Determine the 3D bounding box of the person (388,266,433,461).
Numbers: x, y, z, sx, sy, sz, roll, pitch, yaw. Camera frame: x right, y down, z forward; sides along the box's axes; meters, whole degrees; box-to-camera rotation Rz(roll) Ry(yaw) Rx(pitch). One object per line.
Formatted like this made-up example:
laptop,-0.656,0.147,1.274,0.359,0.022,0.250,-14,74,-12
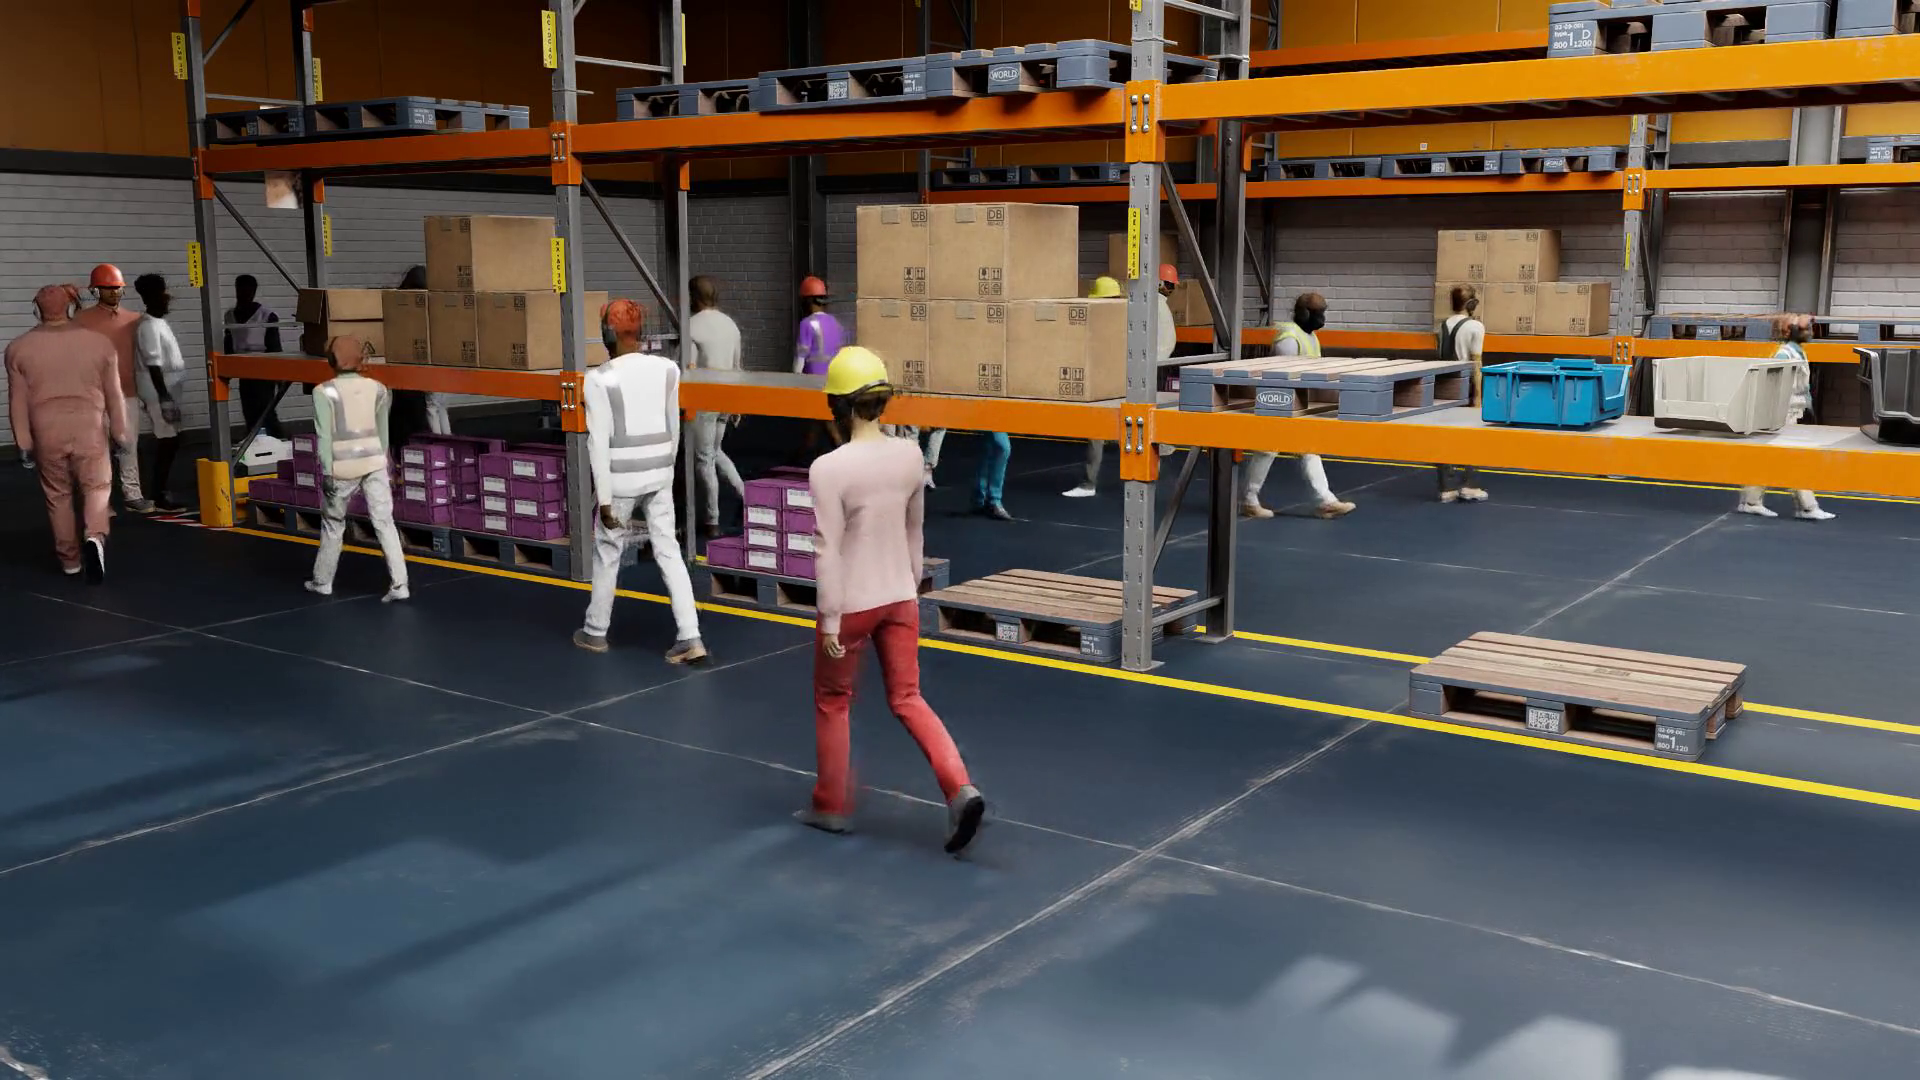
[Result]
person,-5.154,-1.648,15.854,0.983,2.000,0.755,1,10,5

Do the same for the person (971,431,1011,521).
person,0.314,-1.061,13.002,0.611,1.817,0.587,6,11,32

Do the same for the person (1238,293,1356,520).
person,2.613,-1.023,12.956,0.924,1.774,0.649,6,11,31

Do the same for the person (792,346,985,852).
person,-0.272,0.211,5.682,0.530,1.744,0.787,-9,13,-42

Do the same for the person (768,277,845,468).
person,-1.308,-1.415,14.947,1.040,1.877,0.563,5,11,27

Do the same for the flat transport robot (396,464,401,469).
flat transport robot,-5.455,-0.618,14.982,0.652,0.197,1.431,-7,12,-35

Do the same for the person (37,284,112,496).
person,-7.643,-1.272,14.273,0.667,1.828,0.957,1,10,5

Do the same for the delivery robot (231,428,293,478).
delivery robot,-6.139,-0.744,14.610,0.477,0.478,0.707,4,10,25

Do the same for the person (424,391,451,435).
person,-5.245,-1.652,16.630,0.433,1.798,0.679,0,10,0

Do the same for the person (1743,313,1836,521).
person,6.545,-0.950,12.967,0.774,1.605,0.525,7,12,35

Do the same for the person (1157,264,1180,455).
person,2.096,-1.885,17.430,0.390,1.986,0.609,2,10,14

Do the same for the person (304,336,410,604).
person,-3.585,-0.414,9.855,0.879,1.583,0.526,8,12,38

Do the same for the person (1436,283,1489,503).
person,4.244,-1.224,13.930,0.533,1.833,0.551,-6,11,-30

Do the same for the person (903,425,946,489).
person,-0.319,-1.255,14.475,0.579,1.702,0.476,3,10,16

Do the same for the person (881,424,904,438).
person,-0.702,-1.690,16.250,0.390,1.993,0.612,5,11,30

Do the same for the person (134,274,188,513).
person,-6.440,-1.166,13.381,0.416,1.922,0.749,-3,10,-19

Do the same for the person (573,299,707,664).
person,-1.641,-0.293,8.401,0.585,1.847,0.947,-8,12,-39

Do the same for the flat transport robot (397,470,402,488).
flat transport robot,-4.513,-0.485,14.189,1.431,0.197,0.652,-4,10,-21

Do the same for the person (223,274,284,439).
person,-6.709,-1.566,15.813,0.675,1.901,0.420,4,10,22

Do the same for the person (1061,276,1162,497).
person,1.323,-1.309,14.273,0.864,1.898,0.598,-2,10,-10

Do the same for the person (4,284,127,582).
person,-5.606,-0.665,10.468,0.650,1.885,0.795,-5,11,-25

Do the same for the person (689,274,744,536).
person,-1.827,-0.972,12.192,0.475,1.927,0.642,5,11,27

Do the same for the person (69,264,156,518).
person,-6.712,-1.179,13.193,0.380,1.996,0.608,6,11,33
